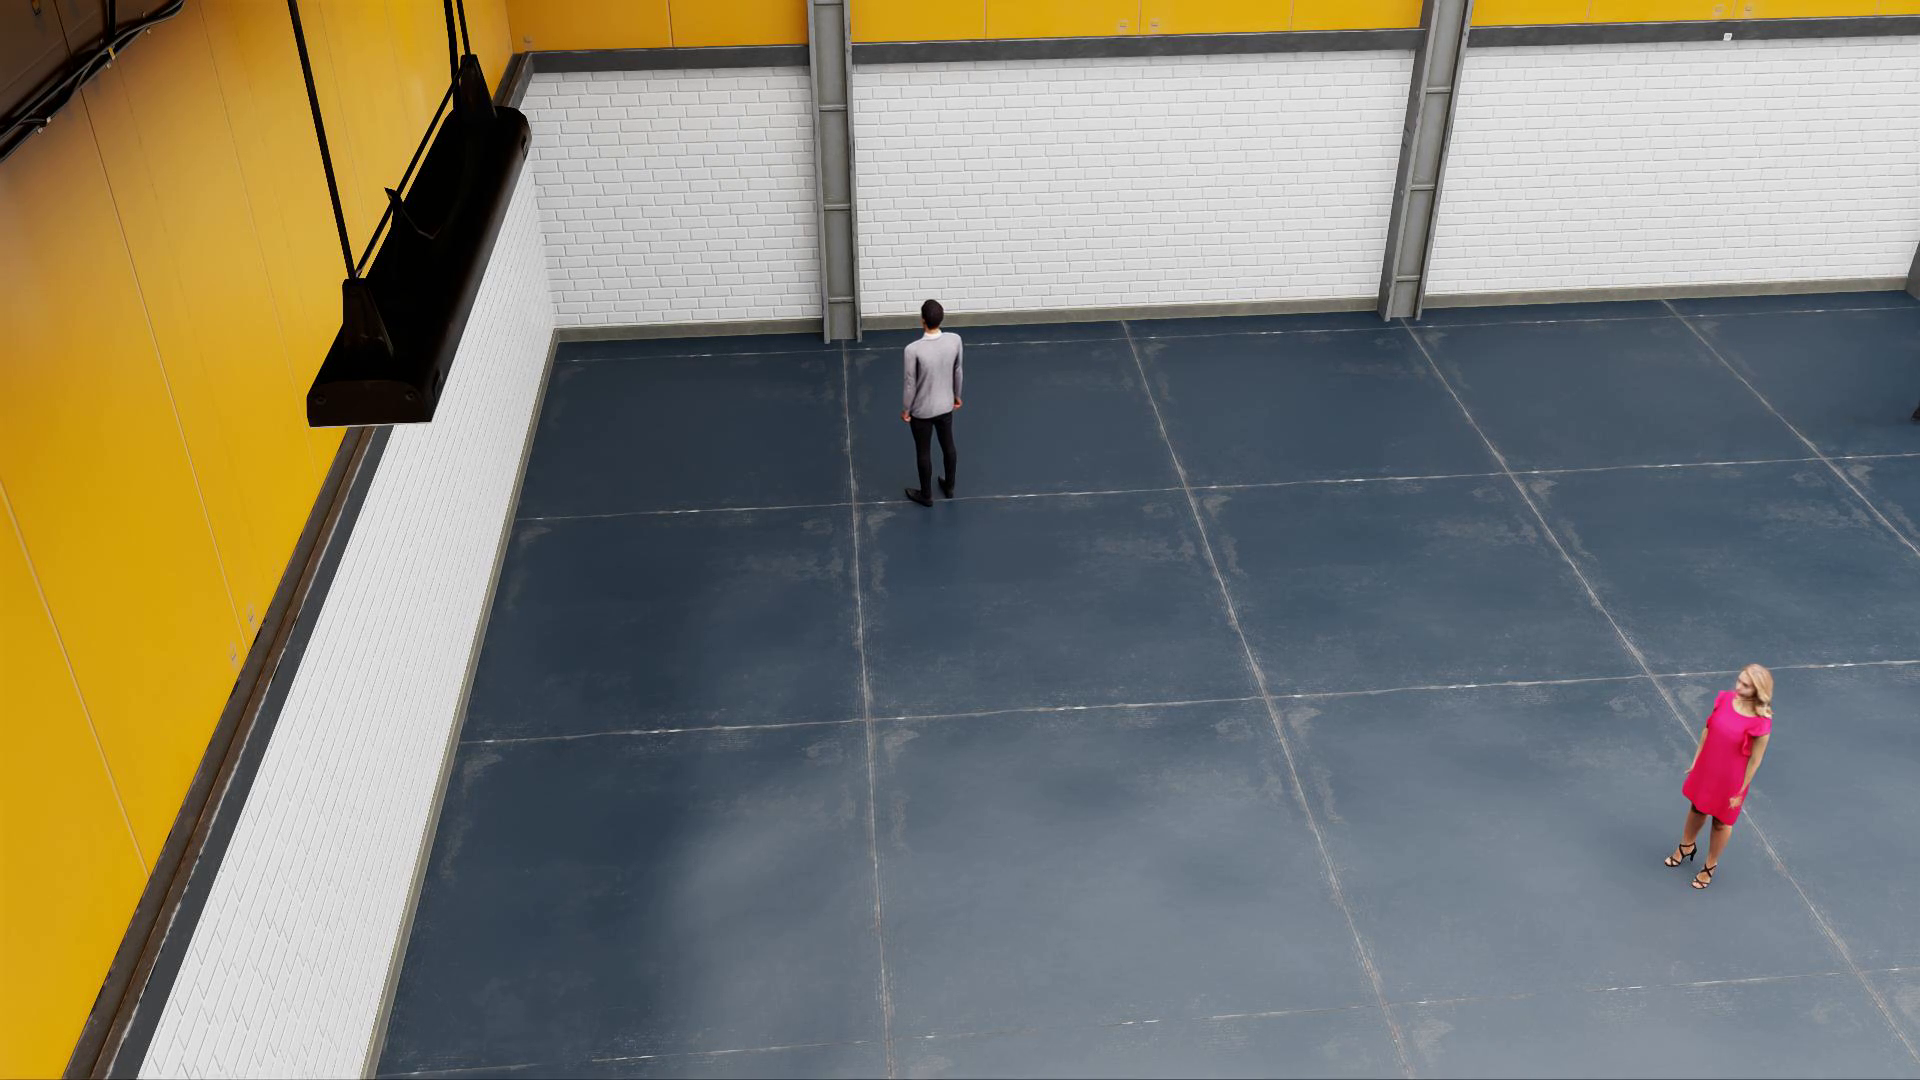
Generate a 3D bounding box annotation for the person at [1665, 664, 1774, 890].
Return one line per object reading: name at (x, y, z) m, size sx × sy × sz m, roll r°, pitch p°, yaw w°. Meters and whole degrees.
person at (4.837, 1.473, 10.523) m, size 0.647 × 1.729 × 0.641 m, roll -15°, pitch 37°, yaw -22°

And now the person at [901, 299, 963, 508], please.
person at (-0.239, -1.181, 14.339) m, size 0.749 × 1.922 × 0.899 m, roll -19°, pitch 38°, yaw -27°
